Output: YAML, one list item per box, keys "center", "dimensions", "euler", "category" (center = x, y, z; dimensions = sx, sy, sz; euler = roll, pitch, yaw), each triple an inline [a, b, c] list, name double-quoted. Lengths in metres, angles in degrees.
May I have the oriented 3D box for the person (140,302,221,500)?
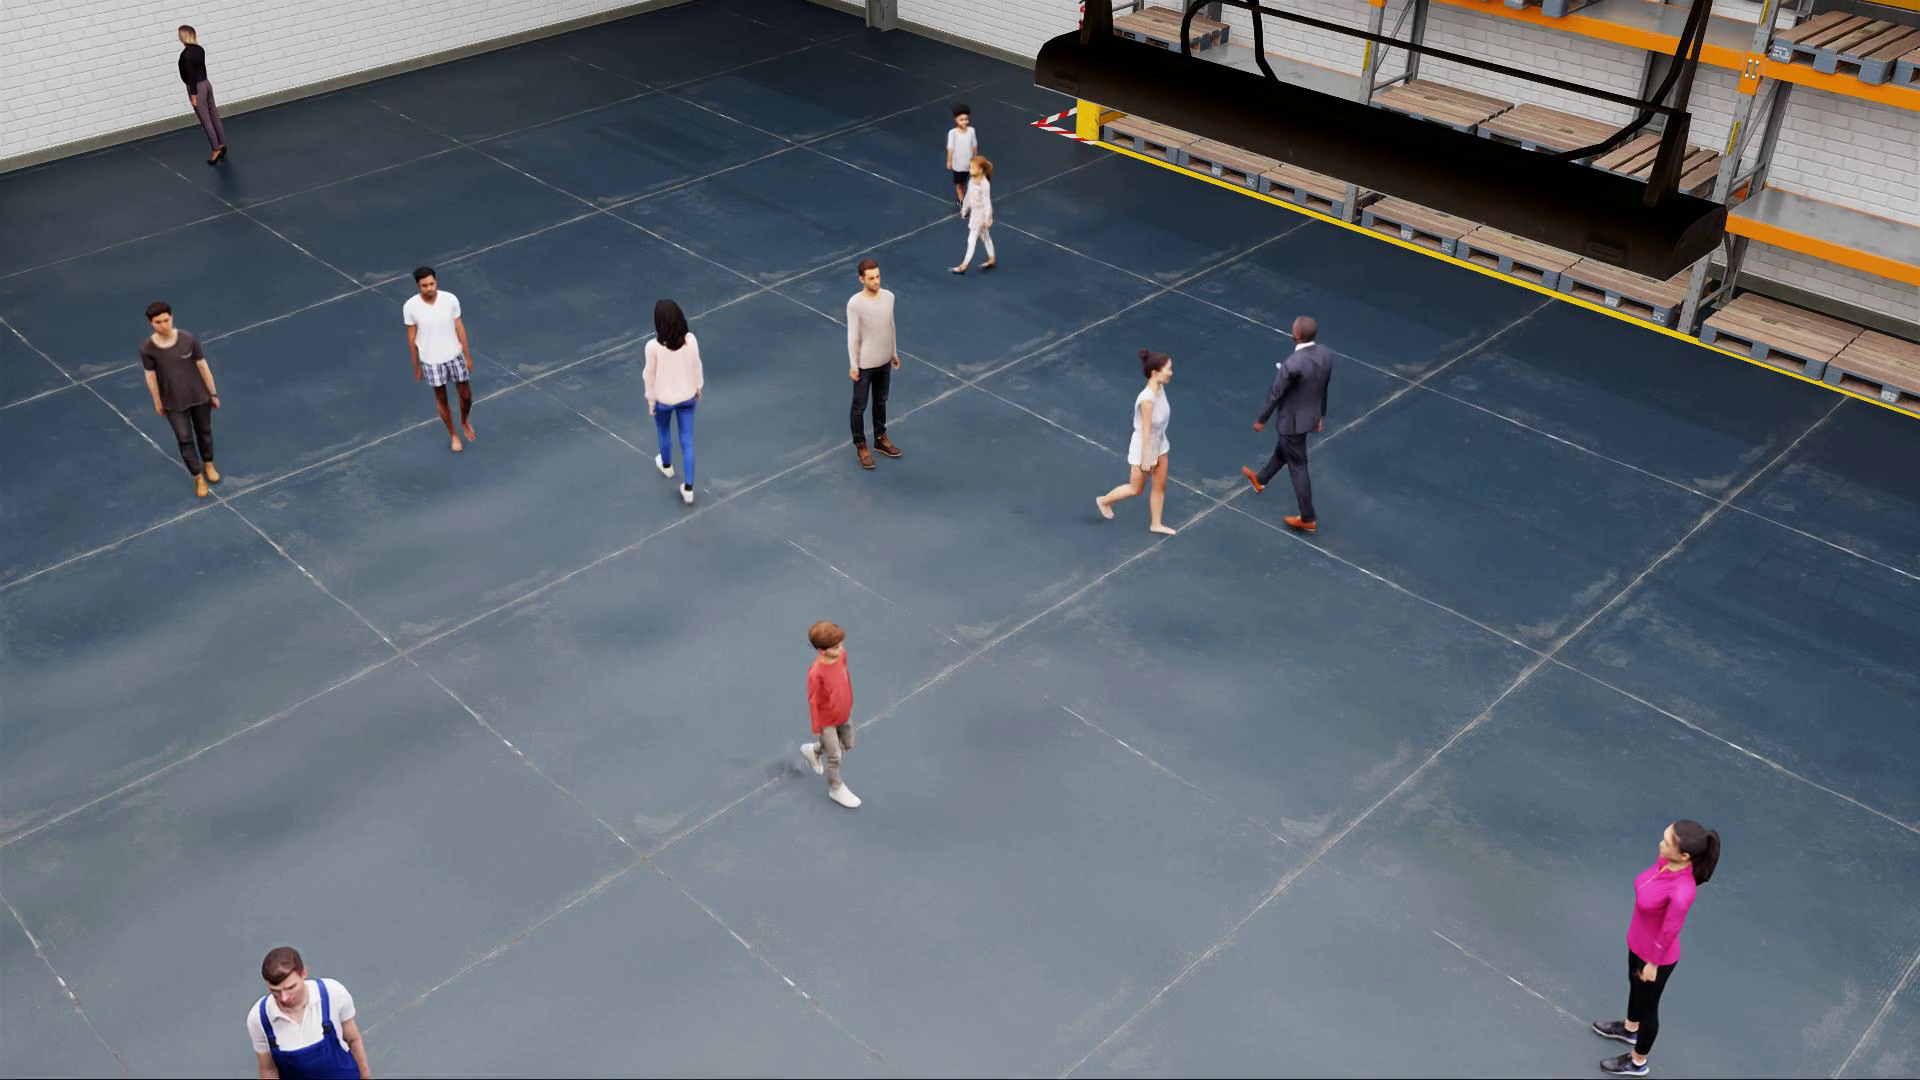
- center: [-6.498, -1.243, 13.891]
  dimensions: [0.728, 1.700, 0.842]
  euler: [-20, 38, -27]
  category: "person"

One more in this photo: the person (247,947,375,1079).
- center: [-3.055, 2.604, 7.970]
  dimensions: [0.708, 1.849, 0.690]
  euler: [-14, 36, -20]
  category: "person"

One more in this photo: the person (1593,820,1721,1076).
- center: [3.685, 2.141, 8.802]
  dimensions: [0.721, 1.698, 0.679]
  euler: [5, 34, 7]
  category: "person"

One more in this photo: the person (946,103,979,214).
- center: [0.006, -4.392, 19.050]
  dimensions: [0.723, 1.236, 0.893]
  euler: [-10, 35, -15]
  category: "person"

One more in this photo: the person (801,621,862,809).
- center: [-0.878, 1.088, 10.653]
  dimensions: [0.780, 1.403, 0.586]
  euler: [22, 39, 29]
  category: "person"

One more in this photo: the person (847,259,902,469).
- center: [-0.753, -1.532, 14.176]
  dimensions: [0.669, 1.868, 0.589]
  euler: [-25, 41, -32]
  category: "person"

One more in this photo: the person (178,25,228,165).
- center: [-9.203, -5.414, 20.194]
  dimensions: [0.729, 1.671, 0.675]
  euler: [1, 34, 2]
  category: "person"

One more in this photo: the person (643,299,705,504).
- center: [-2.316, -1.102, 13.641]
  dimensions: [0.904, 1.743, 1.062]
  euler: [-12, 35, -18]
  category: "person"

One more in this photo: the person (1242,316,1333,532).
- center: [2.747, -0.889, 13.285]
  dimensions: [0.768, 1.782, 1.179]
  euler: [-25, 41, -33]
  category: "person"

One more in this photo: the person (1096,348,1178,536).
- center: [1.435, -0.764, 13.262]
  dimensions: [1.002, 1.600, 0.789]
  euler: [15, 36, 21]
  category: "person"

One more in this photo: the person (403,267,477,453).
- center: [-4.501, -1.614, 14.432]
  dimensions: [0.751, 1.721, 0.751]
  euler: [-13, 36, -19]
  category: "person"

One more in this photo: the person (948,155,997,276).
- center: [0.274, -3.443, 17.577]
  dimensions: [0.785, 1.285, 0.846]
  euler: [-14, 36, -20]
  category: "person"
